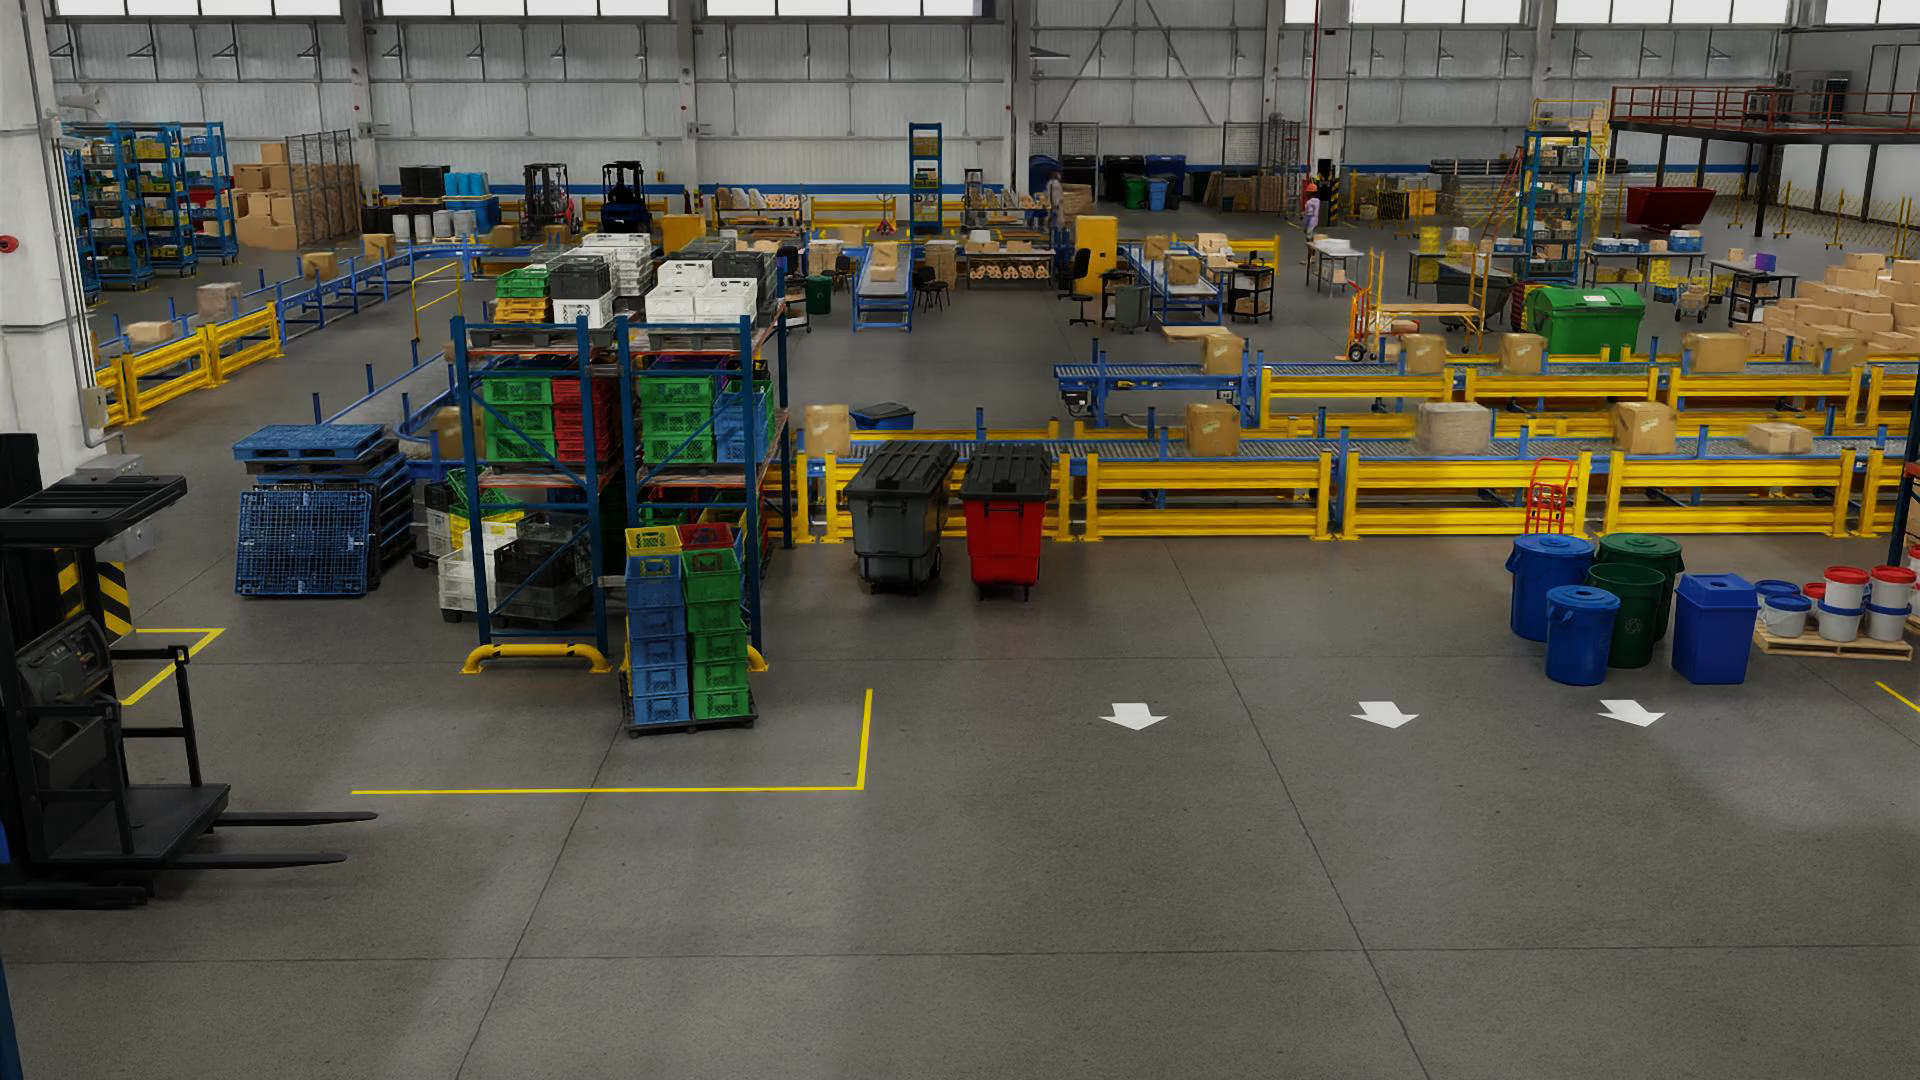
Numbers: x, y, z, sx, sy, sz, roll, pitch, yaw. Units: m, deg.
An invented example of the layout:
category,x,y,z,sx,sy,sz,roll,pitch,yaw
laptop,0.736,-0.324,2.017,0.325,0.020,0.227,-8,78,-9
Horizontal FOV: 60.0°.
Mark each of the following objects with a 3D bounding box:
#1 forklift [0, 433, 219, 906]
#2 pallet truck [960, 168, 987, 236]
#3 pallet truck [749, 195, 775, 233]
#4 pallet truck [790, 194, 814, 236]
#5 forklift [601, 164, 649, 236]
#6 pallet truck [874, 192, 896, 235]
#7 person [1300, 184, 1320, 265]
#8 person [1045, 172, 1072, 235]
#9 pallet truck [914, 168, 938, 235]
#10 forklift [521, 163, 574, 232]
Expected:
category,x,y,z,sx,sy,sz,roll,pitch,yaw
forklift,-5.952,0.780,10.366,1.873,2.768,1.129,0,16,-1
pallet truck,0.383,-10.230,50.206,0.823,1.965,1.885,-1,16,-3
pallet truck,-6.051,-9.967,50.660,0.680,1.201,1.601,0,16,-1
pallet truck,-4.814,-9.883,50.259,0.704,1.261,1.522,-1,16,-3
forklift,-9.948,-10.127,49.296,1.157,1.987,2.680,-1,16,-3
pallet truck,-2.277,-9.986,50.594,0.653,1.274,1.630,0,16,-1
person,9.011,-8.117,42.775,0.368,2.048,0.607,10,19,31
person,2.970,-10.174,50.233,0.932,1.864,0.678,-10,19,-31
pallet truck,-0.989,-10.316,50.507,0.823,1.965,1.885,1,16,3
forklift,-12.233,-10.122,49.298,1.157,1.987,2.680,0,16,-1
